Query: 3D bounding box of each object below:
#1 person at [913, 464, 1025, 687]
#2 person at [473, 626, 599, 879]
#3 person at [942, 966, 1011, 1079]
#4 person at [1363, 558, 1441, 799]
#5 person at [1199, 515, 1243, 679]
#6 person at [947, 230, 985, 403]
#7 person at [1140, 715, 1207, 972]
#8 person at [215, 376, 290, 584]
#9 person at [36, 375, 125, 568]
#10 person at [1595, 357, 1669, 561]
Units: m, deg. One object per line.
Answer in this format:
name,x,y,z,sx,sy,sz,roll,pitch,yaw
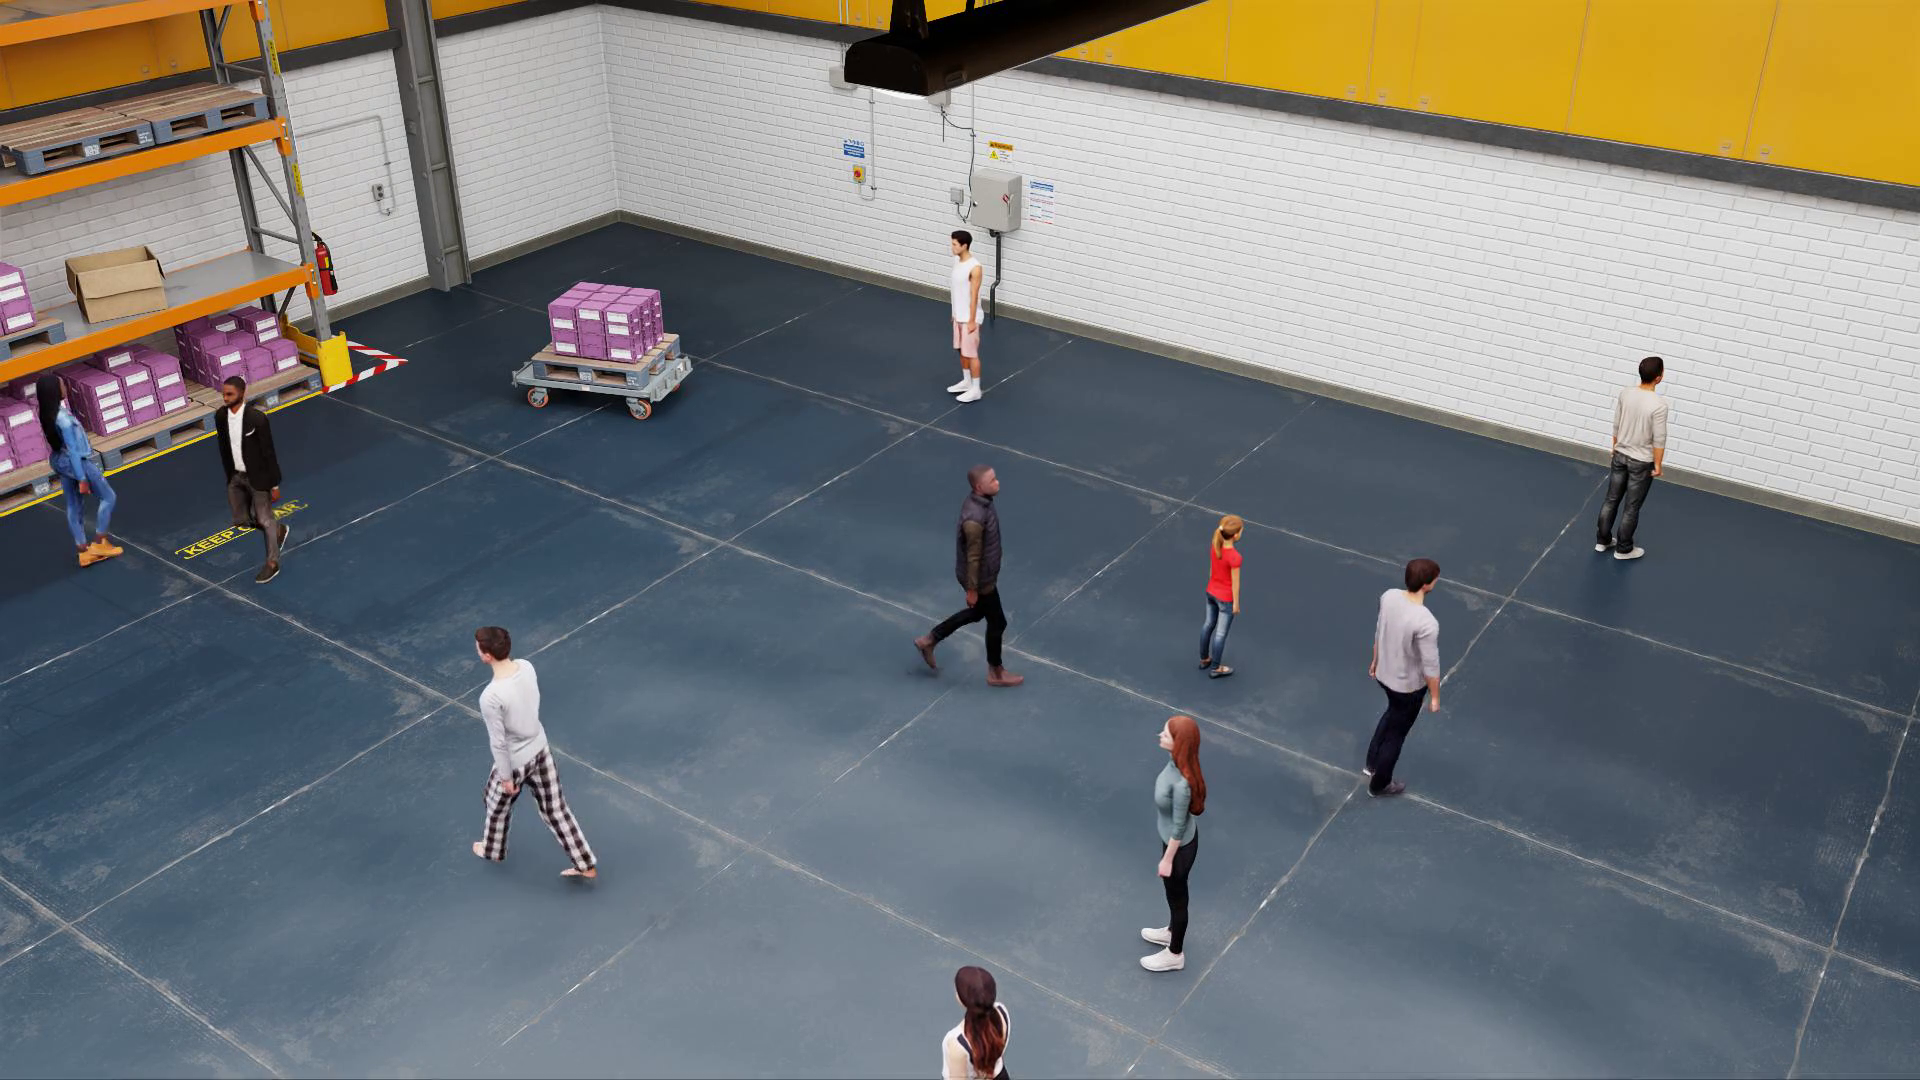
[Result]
person,0.060,0.268,12.227,1.084,1.811,1.160,4,29,7
person,-2.616,1.358,10.241,0.762,1.800,1.101,14,32,24
person,0.095,2.698,7.946,0.606,1.646,0.471,20,35,32
person,2.834,0.936,10.979,0.828,1.833,0.815,-12,31,-21
person,1.952,0.422,12.476,0.568,1.303,0.539,-15,32,-26
person,0.090,-2.301,16.970,0.750,1.778,0.740,-13,31,-22
person,1.245,1.746,9.590,0.720,1.742,0.605,5,29,10
person,-5.794,-0.539,13.727,0.836,1.792,0.923,7,29,12
person,-7.454,-0.541,13.824,0.645,1.702,0.636,22,35,34
person,5.667,-0.695,13.991,0.685,1.812,0.719,-17,33,-28
